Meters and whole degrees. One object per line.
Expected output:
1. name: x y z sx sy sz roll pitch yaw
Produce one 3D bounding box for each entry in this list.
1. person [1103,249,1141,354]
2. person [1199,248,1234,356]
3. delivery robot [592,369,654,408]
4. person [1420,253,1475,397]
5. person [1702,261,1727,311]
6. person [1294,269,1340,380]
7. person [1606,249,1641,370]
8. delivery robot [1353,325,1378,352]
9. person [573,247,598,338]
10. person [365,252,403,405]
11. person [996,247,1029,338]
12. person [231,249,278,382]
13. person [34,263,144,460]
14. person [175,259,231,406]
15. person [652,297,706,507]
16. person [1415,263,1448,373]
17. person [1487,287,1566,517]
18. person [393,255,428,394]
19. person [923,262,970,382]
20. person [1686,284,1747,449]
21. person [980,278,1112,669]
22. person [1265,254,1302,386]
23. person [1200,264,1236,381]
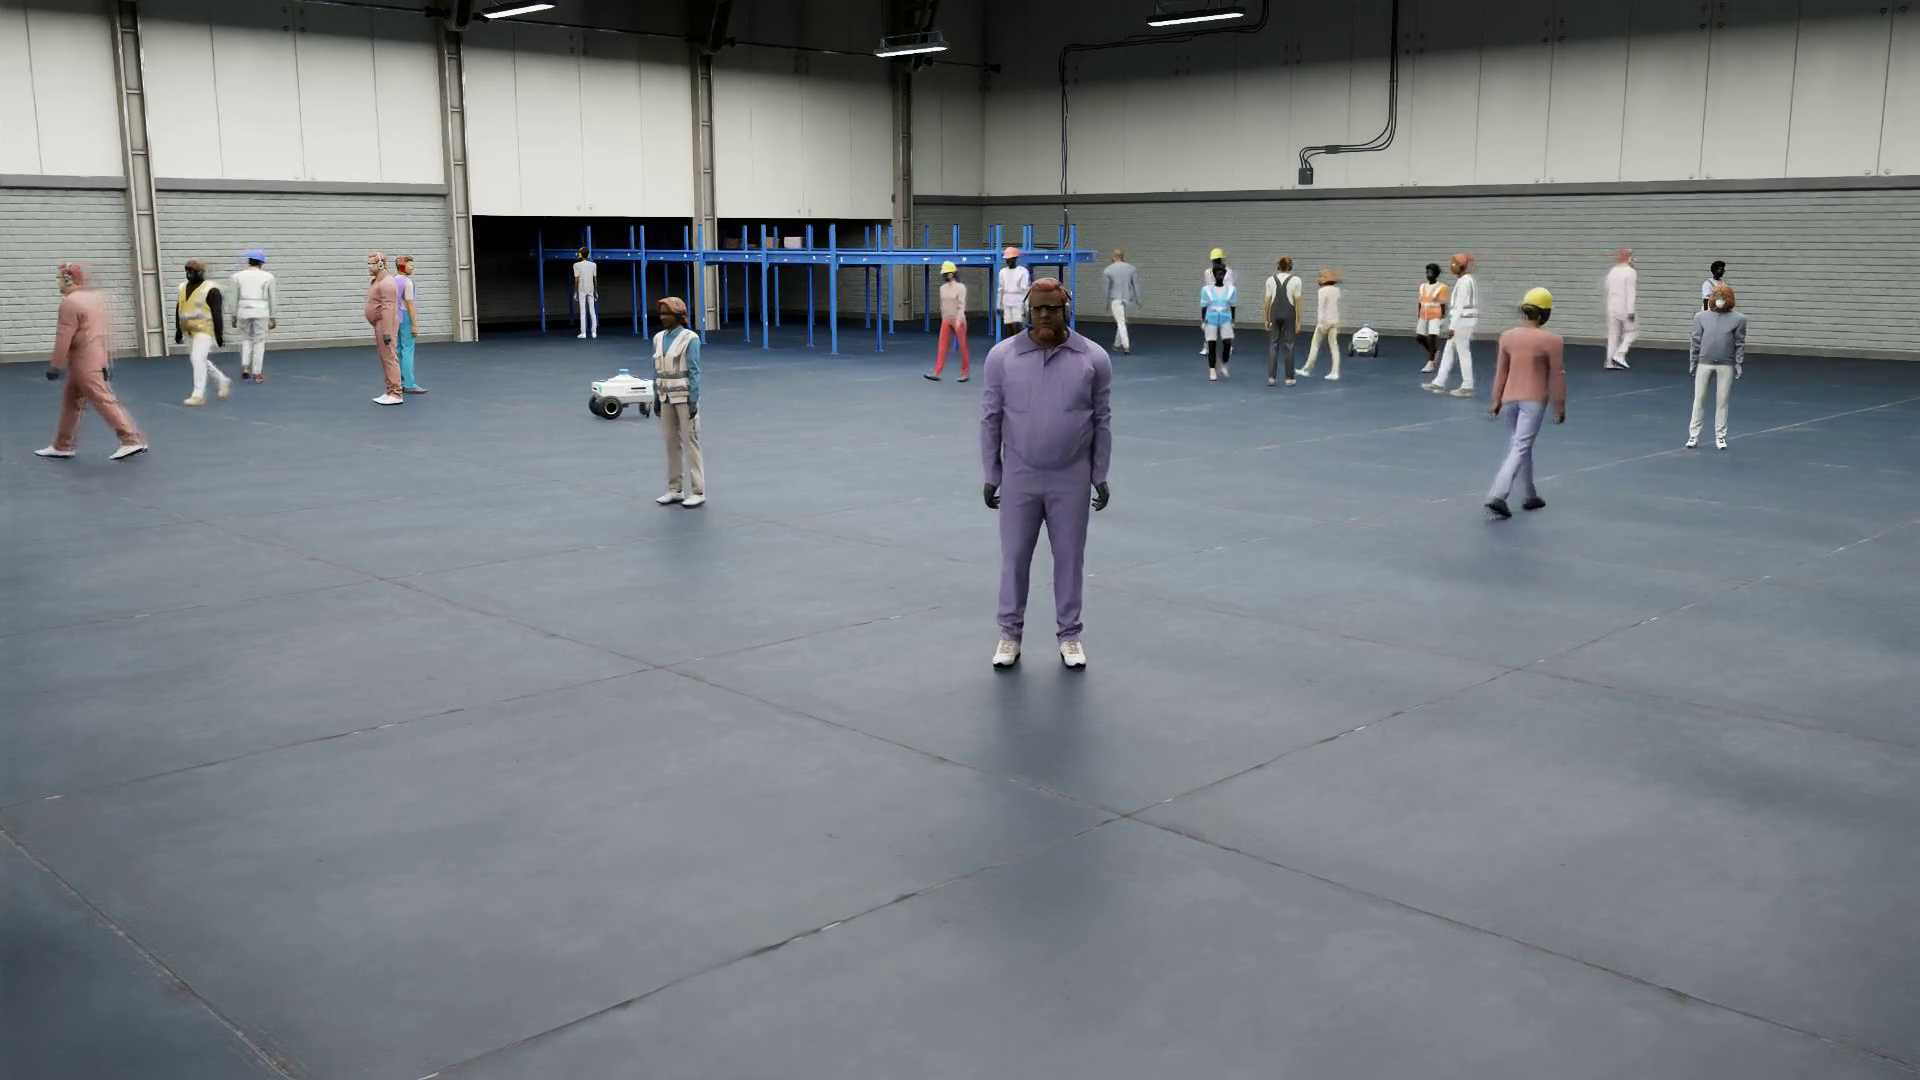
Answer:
1. person: 2.936 -4.302 30.002 0.697 1.865 1.046 -3 11 -17
2. person: 4.617 -4.246 29.617 0.600 1.888 0.964 8 13 38
3. delivery robot: -3.948 -1.764 19.559 0.707 0.478 0.477 -6 12 -27
4. person: 6.455 -2.827 21.909 0.759 1.864 0.610 3 11 15
5. person: 12.500 -3.778 27.592 0.530 1.689 0.322 -6 12 -30
6. person: 5.323 -3.181 24.548 0.517 1.604 0.751 -9 14 -40
7. person: 10.440 -3.621 26.174 0.466 1.889 0.668 -2 11 -13
8. delivery robot: 7.158 -3.558 29.342 0.477 0.478 0.707 4 11 23
9. person: -7.750 -5.124 34.421 0.514 1.877 0.328 -6 12 -29
10. person: -7.275 -2.663 20.955 0.401 1.899 0.636 -5 11 -24
11. person: 0.859 -3.925 27.760 0.566 1.916 0.443 6 12 31
12. person: -10.228 -3.257 24.154 0.602 1.908 0.584 -1 10 -3
13. person: -8.285 -1.683 15.731 1.008 1.858 0.654 -2 11 -13
14. person: -9.587 -2.643 21.066 0.623 1.814 0.826 5 11 24
15. person: -2.219 -1.088 13.083 0.518 1.632 0.311 9 13 39
16. person: 7.352 -3.455 25.848 0.471 1.687 0.537 -8 13 -37
17. person: 4.290 -1.053 12.648 0.900 1.725 0.537 -8 13 -37
18. person: -7.484 -2.893 22.347 0.564 1.842 0.393 10 14 44
19. person: -0.148 -3.133 23.979 0.532 1.722 0.865 8 13 37
20. person: 7.537 -1.732 16.581 0.498 1.634 0.284 5 12 26
21. person: 0.421 -0.318 8.129 0.644 1.907 0.400 0 10 2
22. person: 4.573 -3.109 23.516 0.515 1.843 0.327 4 11 23
23. person: 3.771 -3.172 24.299 0.535 1.685 0.380 1 10 3
